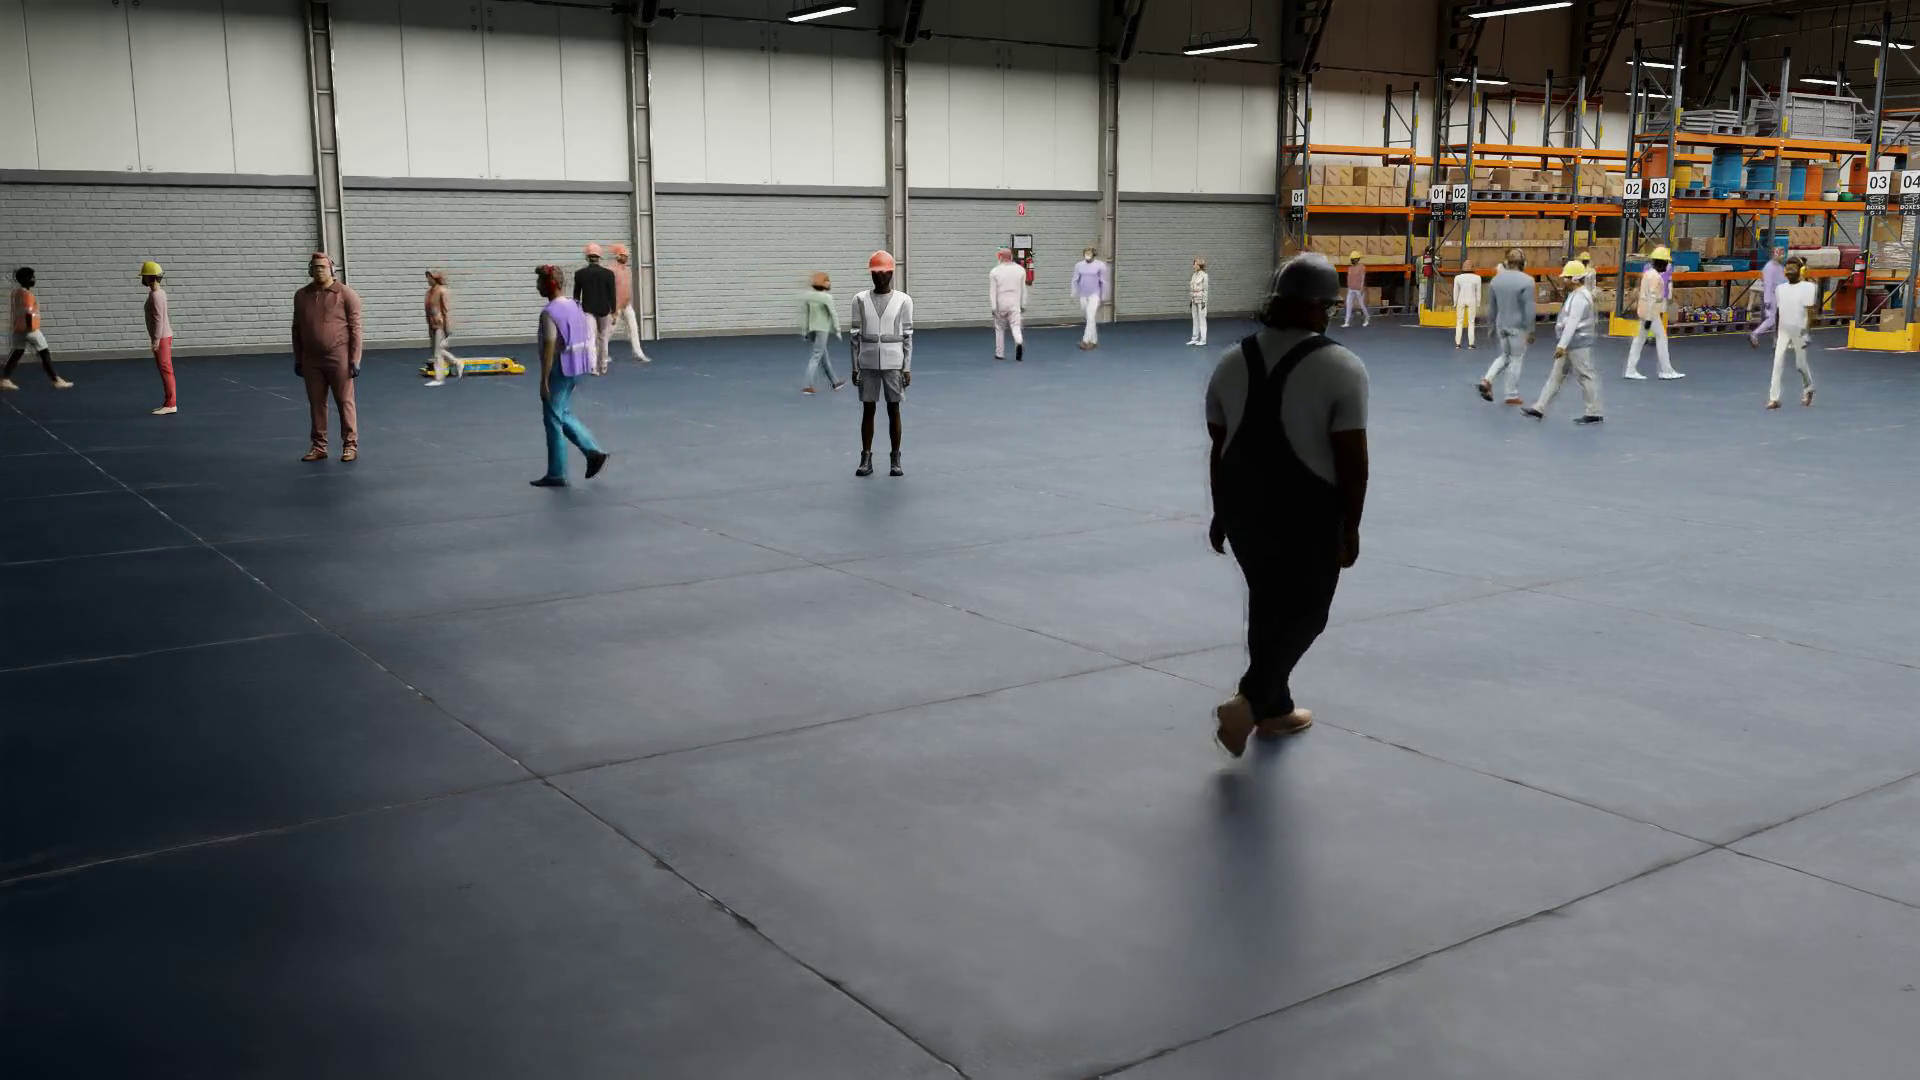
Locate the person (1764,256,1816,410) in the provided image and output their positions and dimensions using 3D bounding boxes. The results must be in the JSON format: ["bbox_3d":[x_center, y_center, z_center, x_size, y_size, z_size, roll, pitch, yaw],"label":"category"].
[{"bbox_3d":[10.053,-2.492,20.010,0.924,1.838,0.535,-8,13,-39],"label":"person"}]

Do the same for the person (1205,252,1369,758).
[{"bbox_3d":[1.237,-0.144,6.546,0.697,2.000,0.815,10,14,43],"label":"person"}]

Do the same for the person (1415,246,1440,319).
[{"bbox_3d":[11.681,-6.416,41.477,0.633,1.843,0.429,6,12,31],"label":"person"}]

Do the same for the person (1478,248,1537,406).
[{"bbox_3d":[6.659,-2.567,20.156,0.530,1.923,0.632,-6,12,-29],"label":"person"}]

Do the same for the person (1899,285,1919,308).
[{"bbox_3d":[19.139,-4.965,33.293,0.625,1.934,0.364,5,12,26],"label":"person"}]

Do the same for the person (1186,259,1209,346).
[{"bbox_3d":[4.538,-4.513,31.599,0.308,1.641,0.514,-5,11,-25],"label":"person"}]

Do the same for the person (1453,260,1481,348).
[{"bbox_3d":[9.380,-4.360,30.771,0.501,1.636,0.280,5,12,27],"label":"person"}]

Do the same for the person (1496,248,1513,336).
[{"bbox_3d":[11.382,-5.116,34.407,0.530,1.816,0.770,-3,11,-16],"label":"person"}]

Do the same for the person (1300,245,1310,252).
[{"bbox_3d":[7.996,-5.934,38.758,0.597,1.866,0.530,9,14,40],"label":"person"}]

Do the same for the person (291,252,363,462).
[{"bbox_3d":[-5.818,-1.670,15.264,0.651,1.913,0.410,1,10,5],"label":"person"}]

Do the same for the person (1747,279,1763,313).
[{"bbox_3d":[19.134,-5.988,39.800,0.853,1.588,0.533,-7,12,-33],"label":"person"}]

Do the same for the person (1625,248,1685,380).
[{"bbox_3d":[10.066,-3.245,23.939,0.890,1.888,0.599,1,10,8],"label":"person"}]

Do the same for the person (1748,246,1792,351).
[{"bbox_3d":[14.738,-4.357,30.054,0.674,1.895,0.643,-8,13,-39],"label":"person"}]

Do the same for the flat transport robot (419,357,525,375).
[{"bbox_3d":[-7.329,-2.617,24.958,1.431,0.197,0.652,-6,12,-29],"label":"flat transport robot"}]

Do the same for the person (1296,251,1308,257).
[{"bbox_3d":[5.453,-3.686,26.556,0.507,1.823,0.662,5,11,25],"label":"person"}]

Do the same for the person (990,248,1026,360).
[{"bbox_3d":[0.807,-3.926,27.730,0.645,1.879,0.819,-2,11,-11],"label":"person"}]

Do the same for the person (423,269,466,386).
[{"bbox_3d":[-7.173,-2.950,23.077,0.524,1.623,0.618,10,14,44],"label":"person"}]

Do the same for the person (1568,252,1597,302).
[{"bbox_3d":[12.842,-5.039,34.188,0.547,1.733,0.800,-1,10,-4],"label":"person"}]

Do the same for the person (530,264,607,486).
[{"bbox_3d":[-3.275,-1.342,13.670,0.534,1.830,0.597,2,10,8],"label":"person"}]

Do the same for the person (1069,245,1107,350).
[{"bbox_3d":[2.303,-4.405,30.314,0.629,1.886,0.990,7,13,34],"label":"person"}]

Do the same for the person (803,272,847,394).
[{"bbox_3d":[-1.794,-2.739,21.992,0.844,1.583,0.525,-10,14,-44],"label":"person"}]

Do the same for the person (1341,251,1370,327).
[{"bbox_3d":[9.087,-5.731,38.012,0.831,1.736,0.526,-9,14,-41],"label":"person"}]

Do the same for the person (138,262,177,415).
[{"bbox_3d":[-9.331,-2.342,19.348,0.314,1.769,0.523,-4,11,-20],"label":"person"}]

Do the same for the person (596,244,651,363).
[{"bbox_3d":[-5.598,-3.873,27.256,1.008,1.950,0.635,5,11,24],"label":"person"}]

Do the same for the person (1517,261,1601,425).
[{"bbox_3d":[6.647,-2.154,18.247,0.906,1.782,0.607,3,11,14],"label":"person"}]

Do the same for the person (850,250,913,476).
[{"bbox_3d":[-0.676,-1.515,14.337,0.543,1.942,0.350,1,10,3],"label":"person"}]

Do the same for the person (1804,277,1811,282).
[{"bbox_3d":[24.626,-7.677,48.380,0.805,1.838,0.694,7,12,32],"label":"person"}]

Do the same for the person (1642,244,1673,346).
[{"bbox_3d":[13.127,-4.594,31.287,0.553,1.923,0.395,-1,10,-8],"label":"person"}]

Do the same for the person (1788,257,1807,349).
[{"bbox_3d":[15.375,-4.352,30.594,0.535,1.685,0.380,-9,14,-42],"label":"person"}]

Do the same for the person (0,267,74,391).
[{"bbox_3d":[-12.516,-2.831,22.334,0.530,1.652,0.870,9,14,42],"label":"person"}]

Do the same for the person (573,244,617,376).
[{"bbox_3d":[-5.467,-3.440,24.899,0.635,1.944,1.019,-2,11,-10],"label":"person"}]
